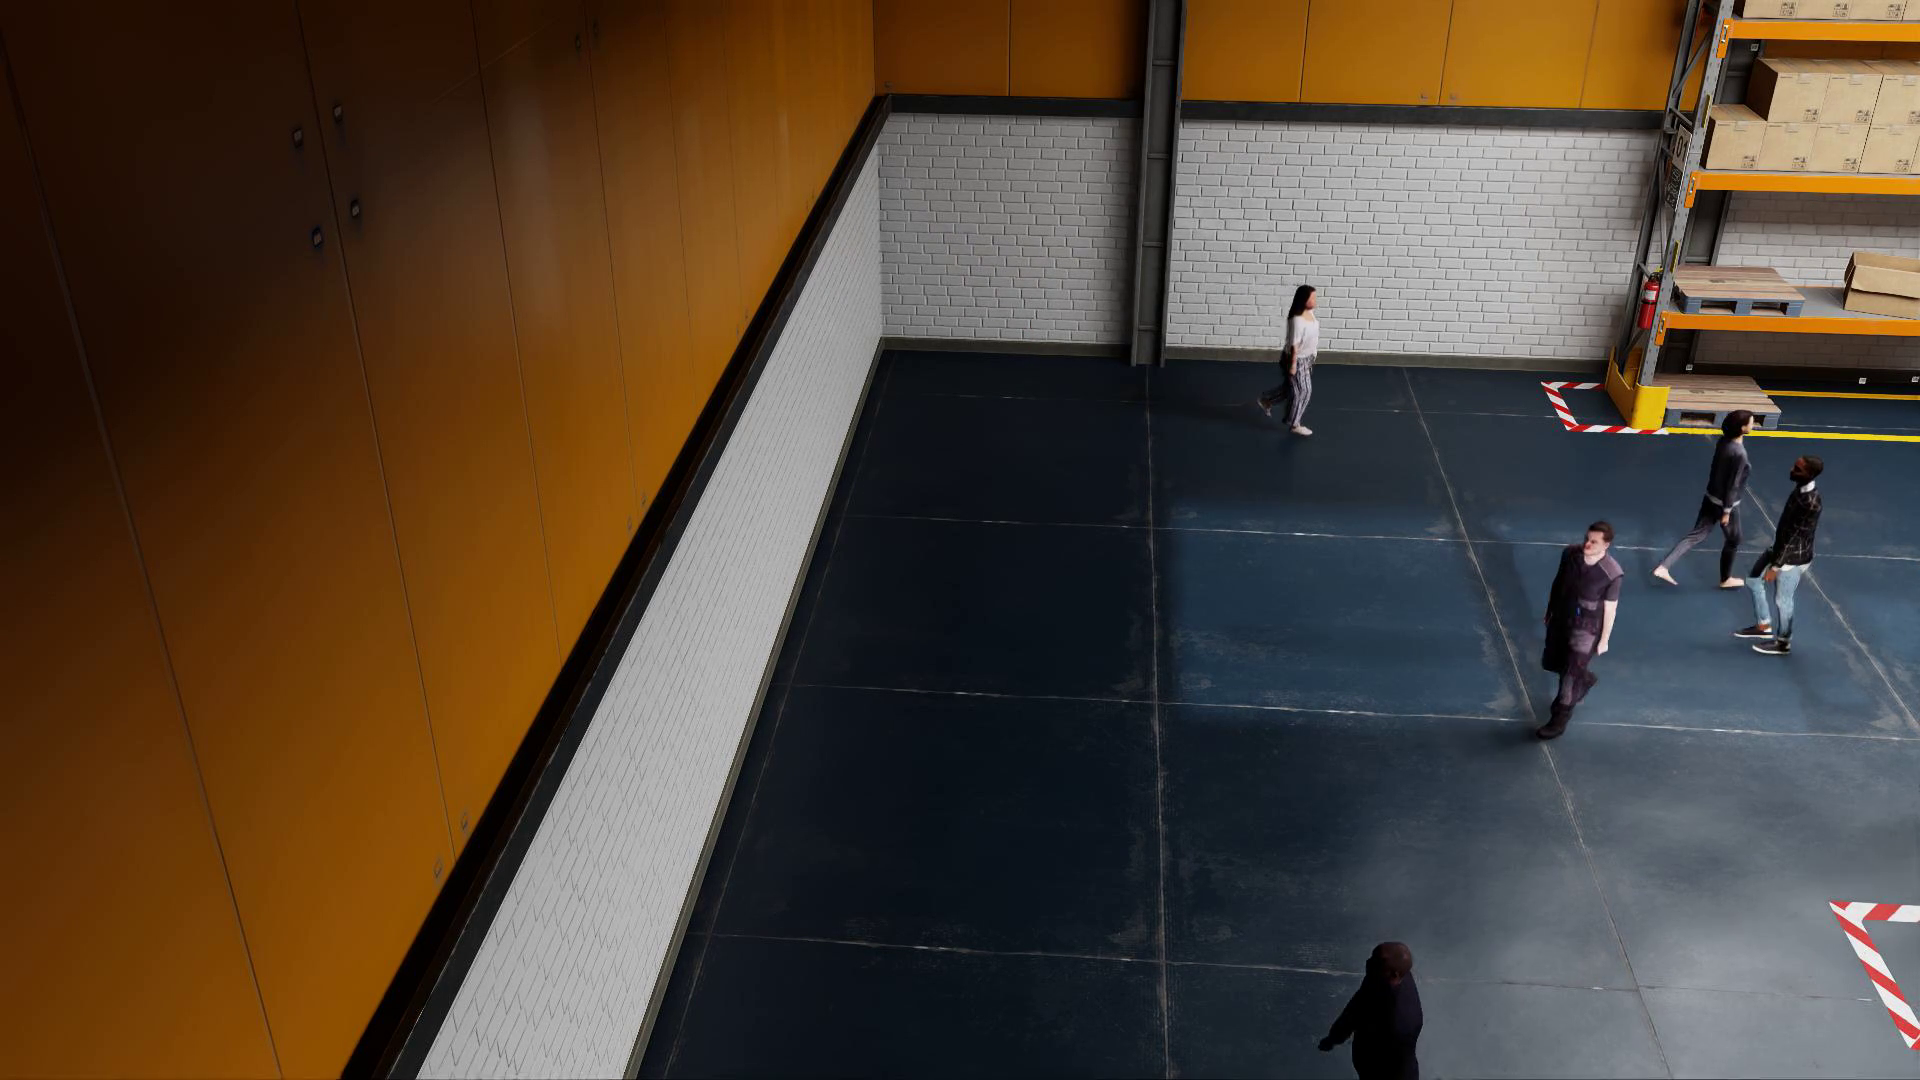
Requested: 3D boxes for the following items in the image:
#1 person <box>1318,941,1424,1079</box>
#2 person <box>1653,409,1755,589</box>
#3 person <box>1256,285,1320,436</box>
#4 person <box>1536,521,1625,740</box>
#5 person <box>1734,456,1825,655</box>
[{"bbox_3d":[2.316,2.841,8.783,1.159,1.772,0.745,5,29,9],"label":"person"},{"bbox_3d":[6.612,-0.327,14.631,1.128,1.733,0.762,-3,29,-6],"label":"person"},{"bbox_3d":[3.507,-1.931,17.648,0.955,1.659,0.802,10,30,18],"label":"person"},{"bbox_3d":[4.783,0.646,12.744,1.099,1.831,0.998,-15,32,-25],"label":"person"},{"bbox_3d":[6.919,0.155,13.675,0.704,1.802,0.704,6,29,10],"label":"person"}]
